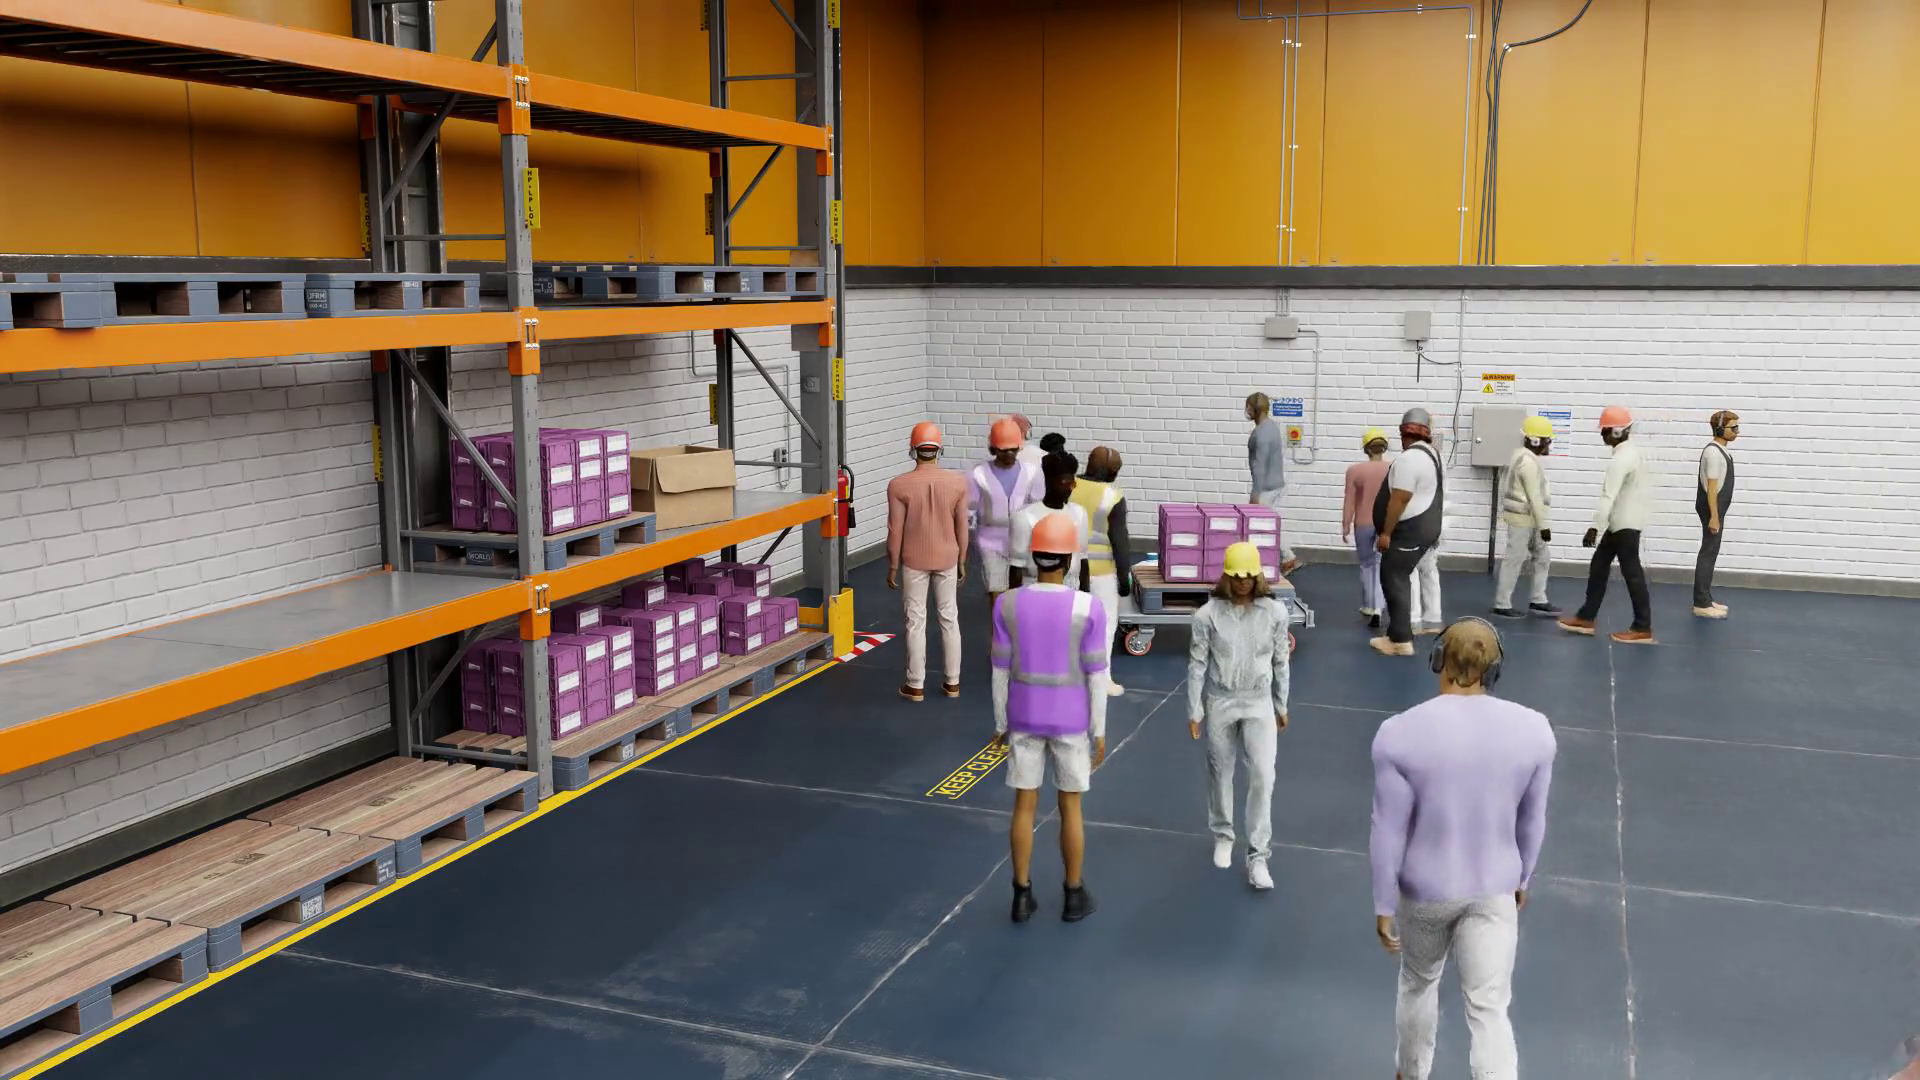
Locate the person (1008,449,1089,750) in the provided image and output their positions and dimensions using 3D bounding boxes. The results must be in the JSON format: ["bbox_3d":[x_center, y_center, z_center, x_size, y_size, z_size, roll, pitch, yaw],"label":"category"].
[{"bbox_3d":[0.594,0.393,10.531,0.603,1.948,0.409,-8,12,-41],"label":"person"}]

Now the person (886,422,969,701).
[{"bbox_3d":[-0.236,0.154,11.891,0.613,1.995,0.391,-3,9,-17],"label":"person"}]

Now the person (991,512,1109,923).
[{"bbox_3d":[0.428,0.833,7.811,0.551,1.936,0.366,2,9,15],"label":"person"}]

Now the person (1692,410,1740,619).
[{"bbox_3d":[6.725,-0.234,14.797,0.331,1.844,0.520,5,10,27],"label":"person"}]

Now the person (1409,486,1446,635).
[{"bbox_3d":[3.833,-0.119,14.045,0.640,1.862,0.621,2,9,13],"label":"person"}]

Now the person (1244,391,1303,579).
[{"bbox_3d":[3.001,-0.485,16.150,0.530,1.919,0.668,3,10,18],"label":"person"}]

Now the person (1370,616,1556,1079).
[{"bbox_3d":[1.702,1.208,5.657,0.619,1.895,1.037,1,9,6],"label":"person"}]

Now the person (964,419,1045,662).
[{"bbox_3d":[0.358,0.070,12.496,0.701,1.966,1.069,-3,10,-18],"label":"person"}]

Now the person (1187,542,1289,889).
[{"bbox_3d":[1.394,0.868,8.286,0.517,1.710,0.796,1,9,4],"label":"person"}]

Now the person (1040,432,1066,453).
[{"bbox_3d":[0.822,-0.108,14.566,0.799,1.663,0.559,6,11,34],"label":"person"}]

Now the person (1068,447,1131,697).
[{"bbox_3d":[0.931,0.224,12.056,0.669,1.812,0.446,6,11,32],"label":"person"}]

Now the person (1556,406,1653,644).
[{"bbox_3d":[5.360,-0.127,13.771,0.894,1.949,0.635,4,10,26],"label":"person"}]

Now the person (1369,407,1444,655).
[{"bbox_3d":[3.584,-0.099,13.338,0.540,2.000,0.715,5,10,30],"label":"person"}]

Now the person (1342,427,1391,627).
[{"bbox_3d":[3.611,-0.122,14.493,0.532,1.722,0.875,2,9,13],"label":"person"}]

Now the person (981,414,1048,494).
[{"bbox_3d":[0.487,-0.162,14.338,0.663,1.849,1.022,1,9,6],"label":"person"}]

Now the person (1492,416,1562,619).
[{"bbox_3d":[5.061,-0.182,14.597,0.733,1.801,0.603,3,9,16],"label":"person"}]

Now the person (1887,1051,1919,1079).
[{"bbox_3d":[1.777,1.614,3.081,0.653,1.892,0.636,-3,9,-16],"label":"person"}]

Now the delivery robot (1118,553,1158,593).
[{"bbox_3d":[1.718,0.356,14.837,0.707,0.478,0.477,-4,10,-26],"label":"delivery robot"}]
